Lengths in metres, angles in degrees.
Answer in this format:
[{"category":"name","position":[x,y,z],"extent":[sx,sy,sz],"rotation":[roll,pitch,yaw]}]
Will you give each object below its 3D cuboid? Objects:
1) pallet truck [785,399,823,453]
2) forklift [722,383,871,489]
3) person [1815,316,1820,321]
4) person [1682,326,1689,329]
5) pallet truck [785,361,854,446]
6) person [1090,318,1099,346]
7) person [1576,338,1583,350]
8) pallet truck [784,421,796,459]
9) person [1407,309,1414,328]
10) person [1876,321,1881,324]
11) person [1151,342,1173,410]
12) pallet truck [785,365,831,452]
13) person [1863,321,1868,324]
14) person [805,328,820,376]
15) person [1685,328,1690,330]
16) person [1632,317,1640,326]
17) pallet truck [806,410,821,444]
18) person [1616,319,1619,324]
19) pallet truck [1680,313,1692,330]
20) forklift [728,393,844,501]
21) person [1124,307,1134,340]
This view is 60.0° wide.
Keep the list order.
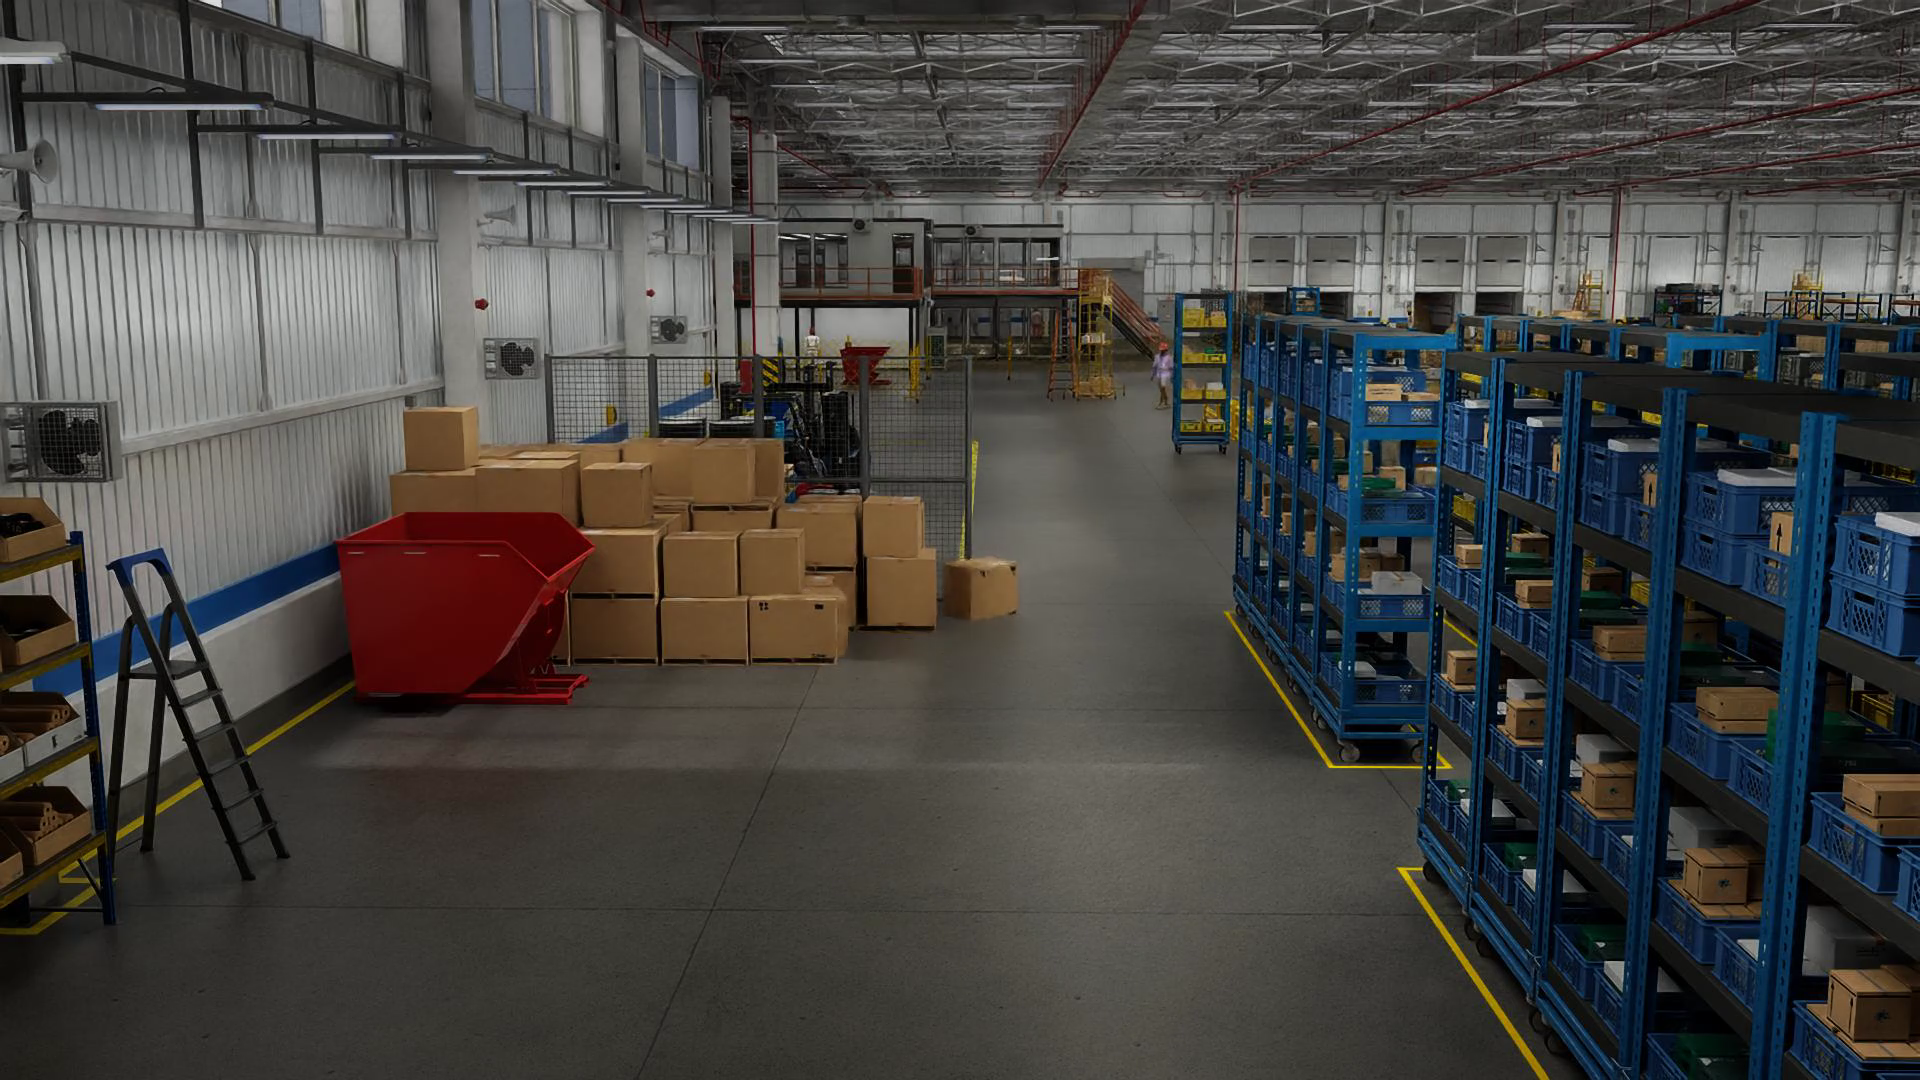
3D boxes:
[{"category":"pallet truck","position":[-3.814,-2.432,36.419],"extent":[1.630,1.274,0.653],"rotation":[0,9,1]},{"category":"forklift","position":[-2.893,-1.687,28.729],"extent":[2.680,1.987,1.157],"rotation":[0,9,-1]},{"category":"person","position":[41.223,-9.814,80.062],"extent":[0.392,1.919,0.593],"rotation":[-1,9,-7]},{"category":"person","position":[33.115,-9.168,76.074],"extent":[0.438,1.920,0.643],"rotation":[6,11,32]},{"category":"pallet truck","position":[-3.410,-3.193,38.978],"extent":[1.885,1.965,0.823],"rotation":[0,9,-1]},{"category":"person","position":[7.242,-11.411,90.235],"extent":[0.448,1.820,0.631],"rotation":[7,12,39]},{"category":"person","position":[24.815,-7.807,67.307],"extent":[0.689,2.000,0.539],"rotation":[2,9,12]},{"category":"pallet truck","position":[-4.013,-1.793,32.705],"extent":[1.601,1.201,0.680],"rotation":[0,9,1]},{"category":"person","position":[25.602,-12.181,94.674],"extent":[0.397,1.919,0.585],"rotation":[6,11,33]},{"category":"person","position":[42.020,-9.173,76.458],"extent":[0.517,1.816,0.886],"rotation":[-5,10,-27]},{"category":"person","position":[6.053,-4.865,49.298],"extent":[0.619,2.008,1.005],"rotation":[7,12,38]},{"category":"pallet truck","position":[-3.774,-2.976,37.635],"extent":[1.885,1.965,0.823],"rotation":[1,9,5]},{"category":"person","position":[40.012,-8.747,73.654],"extent":[0.521,1.865,0.328],"rotation":[8,12,39]},{"category":"person","position":[-5.688,-7.214,64.133],"extent":[0.573,1.883,0.359],"rotation":[1,9,3]},{"category":"person","position":[26.659,-6.787,61.154],"extent":[0.377,1.995,0.608],"rotation":[-4,10,-25]},{"category":"person","position":[31.744,-9.516,78.228],"extent":[0.592,1.922,0.400],"rotation":[-1,9,-4]},{"category":"pallet truck","position":[-3.559,-2.018,33.905],"extent":[1.522,1.261,0.704],"rotation":[0,9,-1]},{"category":"person","position":[32.447,-10.080,82.389],"extent":[0.529,1.694,0.321],"rotation":[-3,10,-17]},{"category":"pallet truck","position":[36.315,-10.531,84.244],"extent":[0.823,1.965,1.885],"rotation":[-6,11,-33]},{"category":"forklift","position":[-2.979,-1.316,26.476],"extent":[2.680,1.987,1.157],"rotation":[0,9,1]},{"category":"person","position":[9.962,-12.746,98.050],"extent":[0.605,1.951,0.380],"rotation":[-4,10,-23]}]
